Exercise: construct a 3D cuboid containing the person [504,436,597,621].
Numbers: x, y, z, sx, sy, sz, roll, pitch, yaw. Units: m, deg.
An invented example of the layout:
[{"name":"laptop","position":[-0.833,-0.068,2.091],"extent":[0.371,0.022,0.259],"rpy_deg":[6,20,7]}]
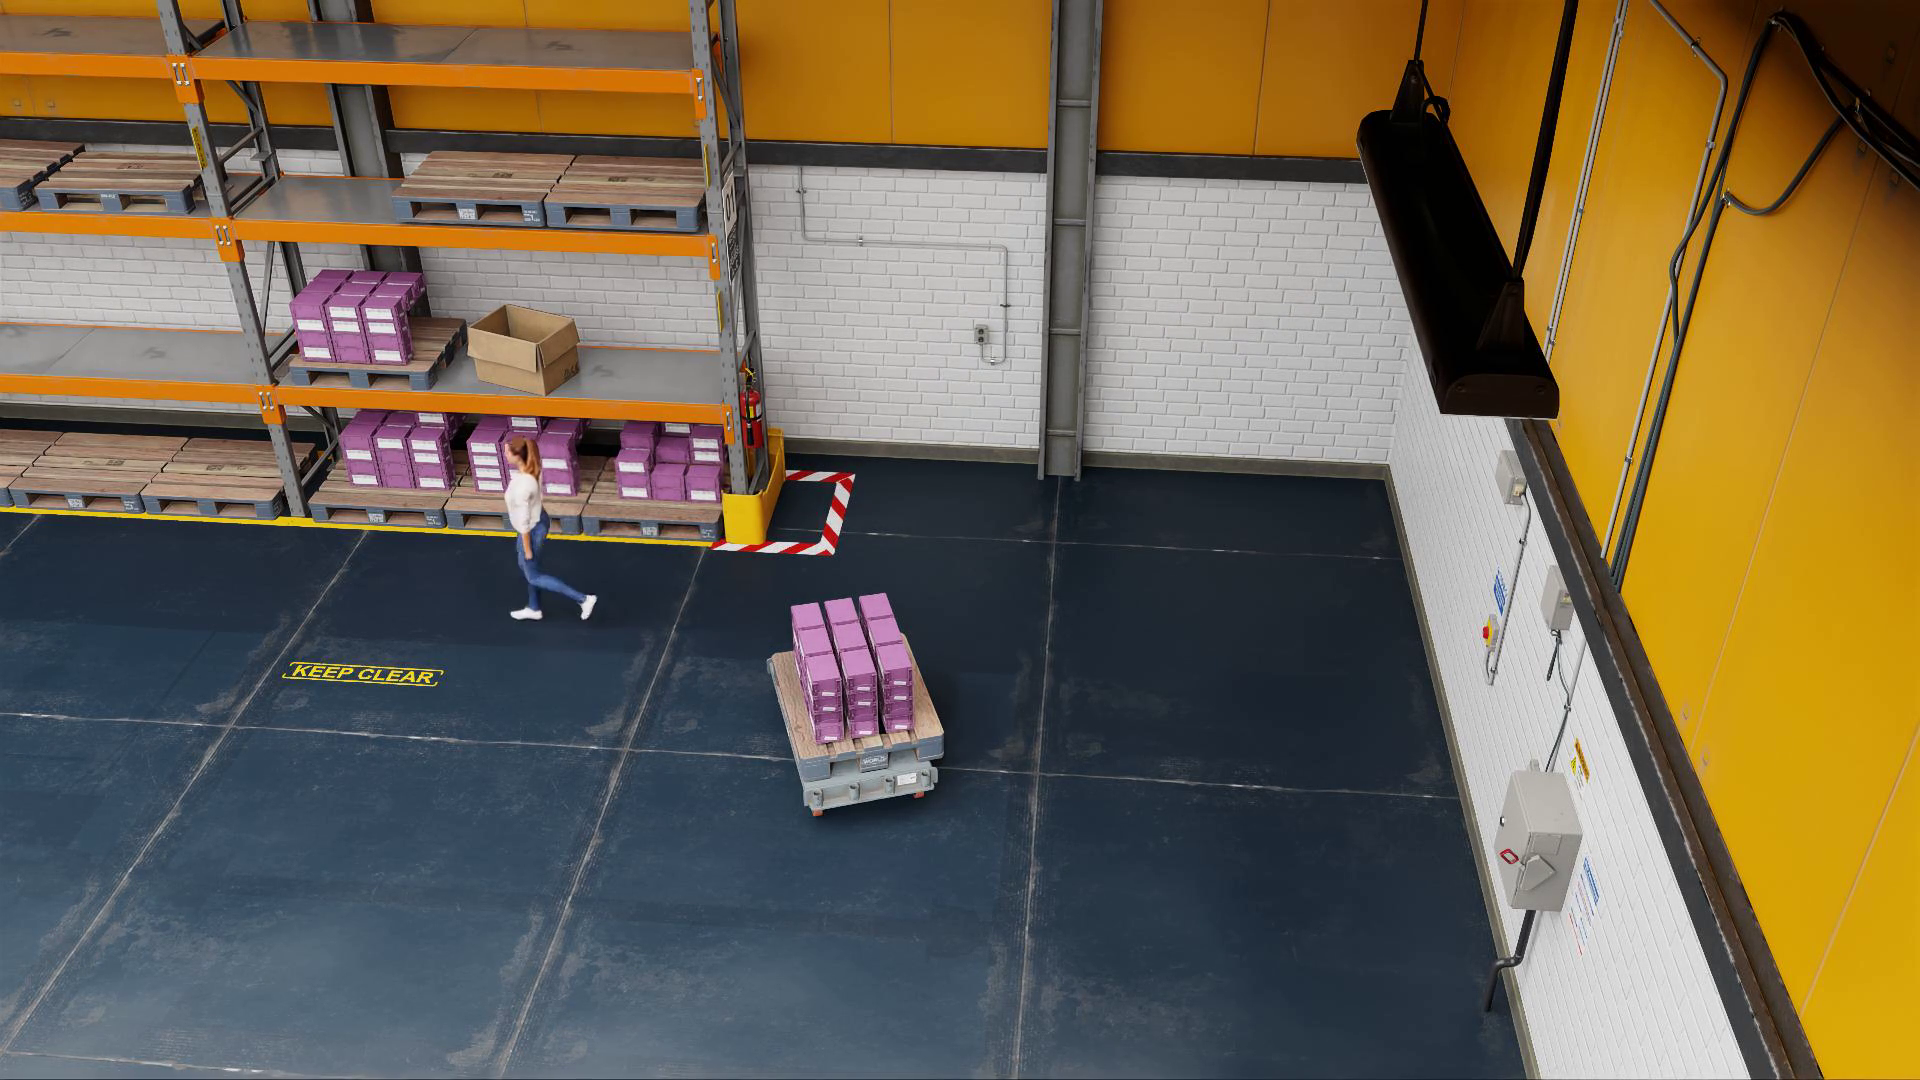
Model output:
[{"name":"person","position":[-3.256,-0.048,12.962],"extent":[0.973,1.702,0.642],"rpy_deg":[1,34,1]}]
